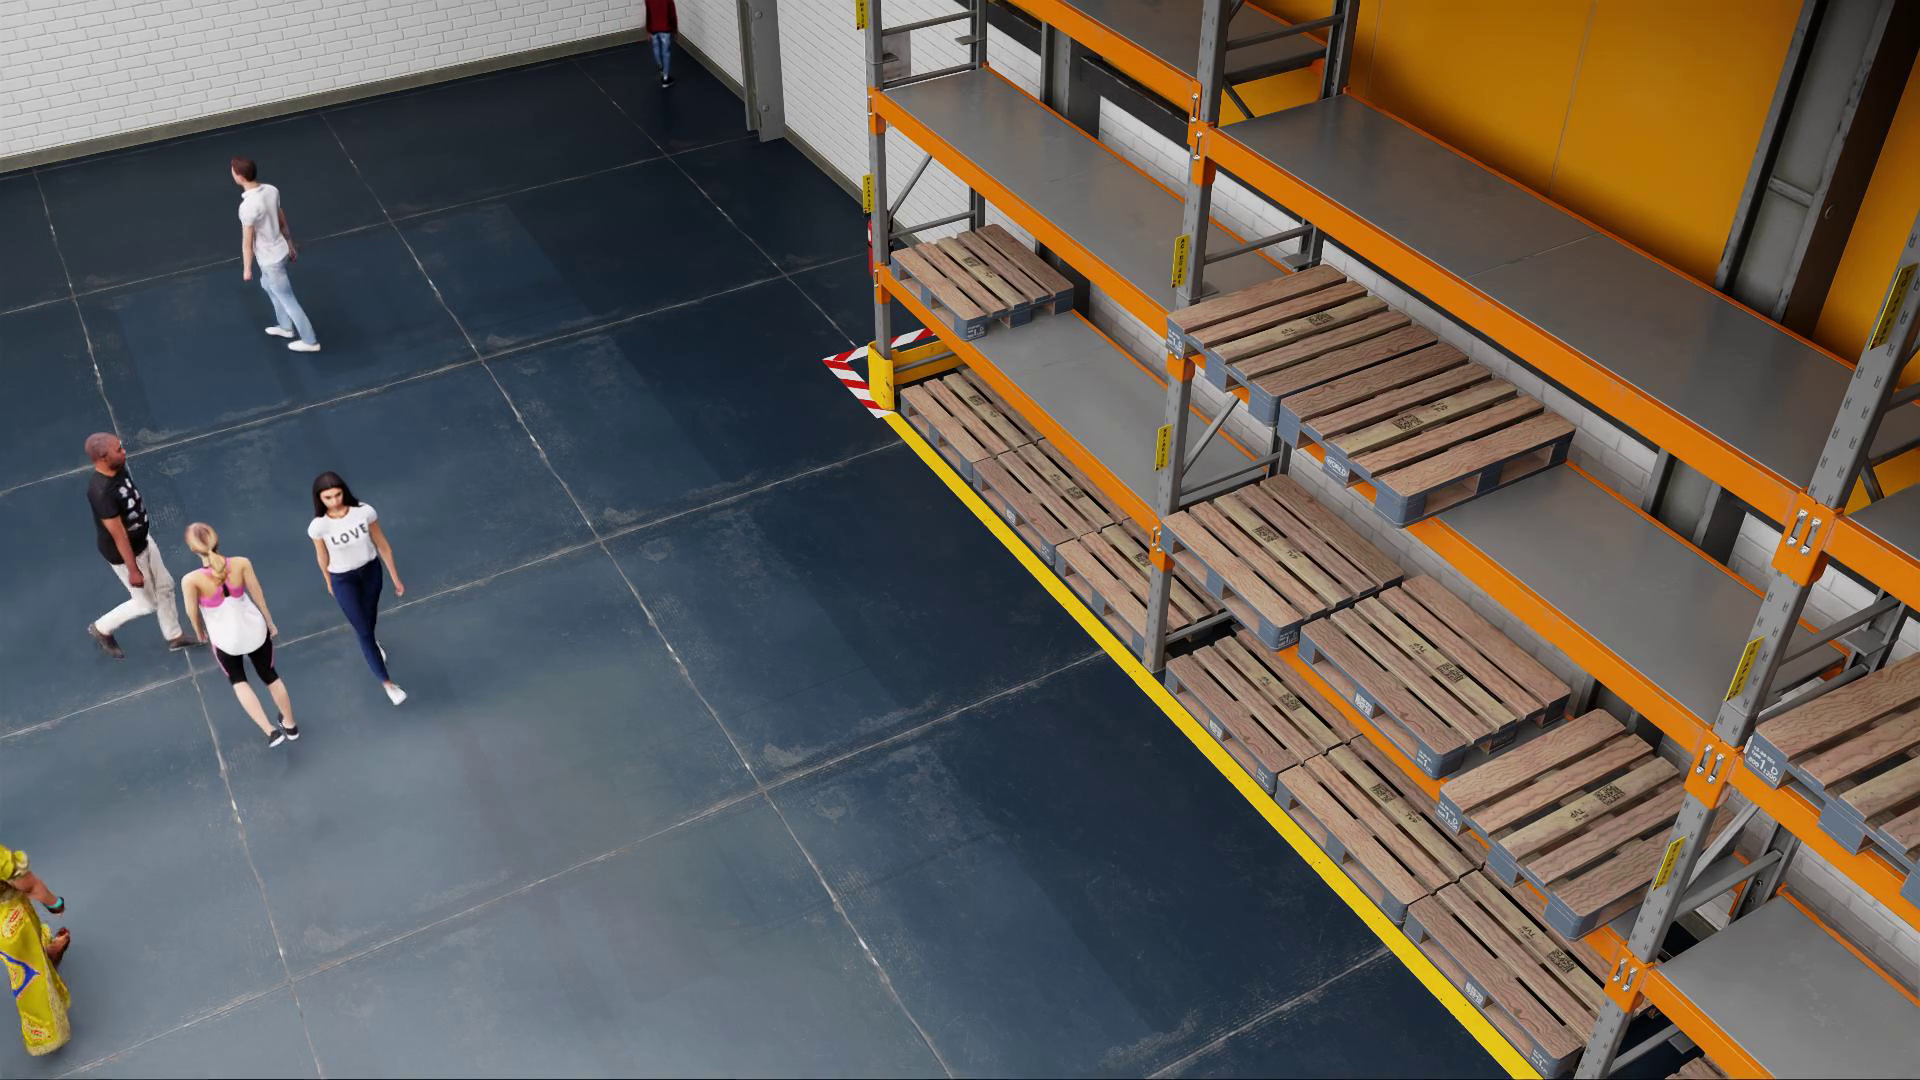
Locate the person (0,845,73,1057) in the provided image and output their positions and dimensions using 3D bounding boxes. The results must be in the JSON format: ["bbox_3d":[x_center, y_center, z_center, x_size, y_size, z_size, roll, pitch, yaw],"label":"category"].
[{"bbox_3d":[-5.132,2.123,8.869,1.116,1.626,1.258,0,39,0],"label":"person"}]

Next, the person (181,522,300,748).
[{"bbox_3d":[-4.577,0.664,10.582,0.678,1.767,0.780,-25,45,-28],"label":"person"}]

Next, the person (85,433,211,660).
[{"bbox_3d":[-5.721,0.086,11.298,0.965,1.776,1.024,-4,39,-5],"label":"person"}]

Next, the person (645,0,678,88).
[{"bbox_3d":[-3.466,-5.861,19.189,0.773,1.222,0.885,4,39,5],"label":"person"}]

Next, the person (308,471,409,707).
[{"bbox_3d":[-4.076,0.221,11.165,0.723,1.732,1.162,-28,46,-30],"label":"person"}]

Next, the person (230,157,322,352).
[{"bbox_3d":[-5.867,-2.438,14.412,0.933,1.834,0.897,2,39,2],"label":"person"}]
